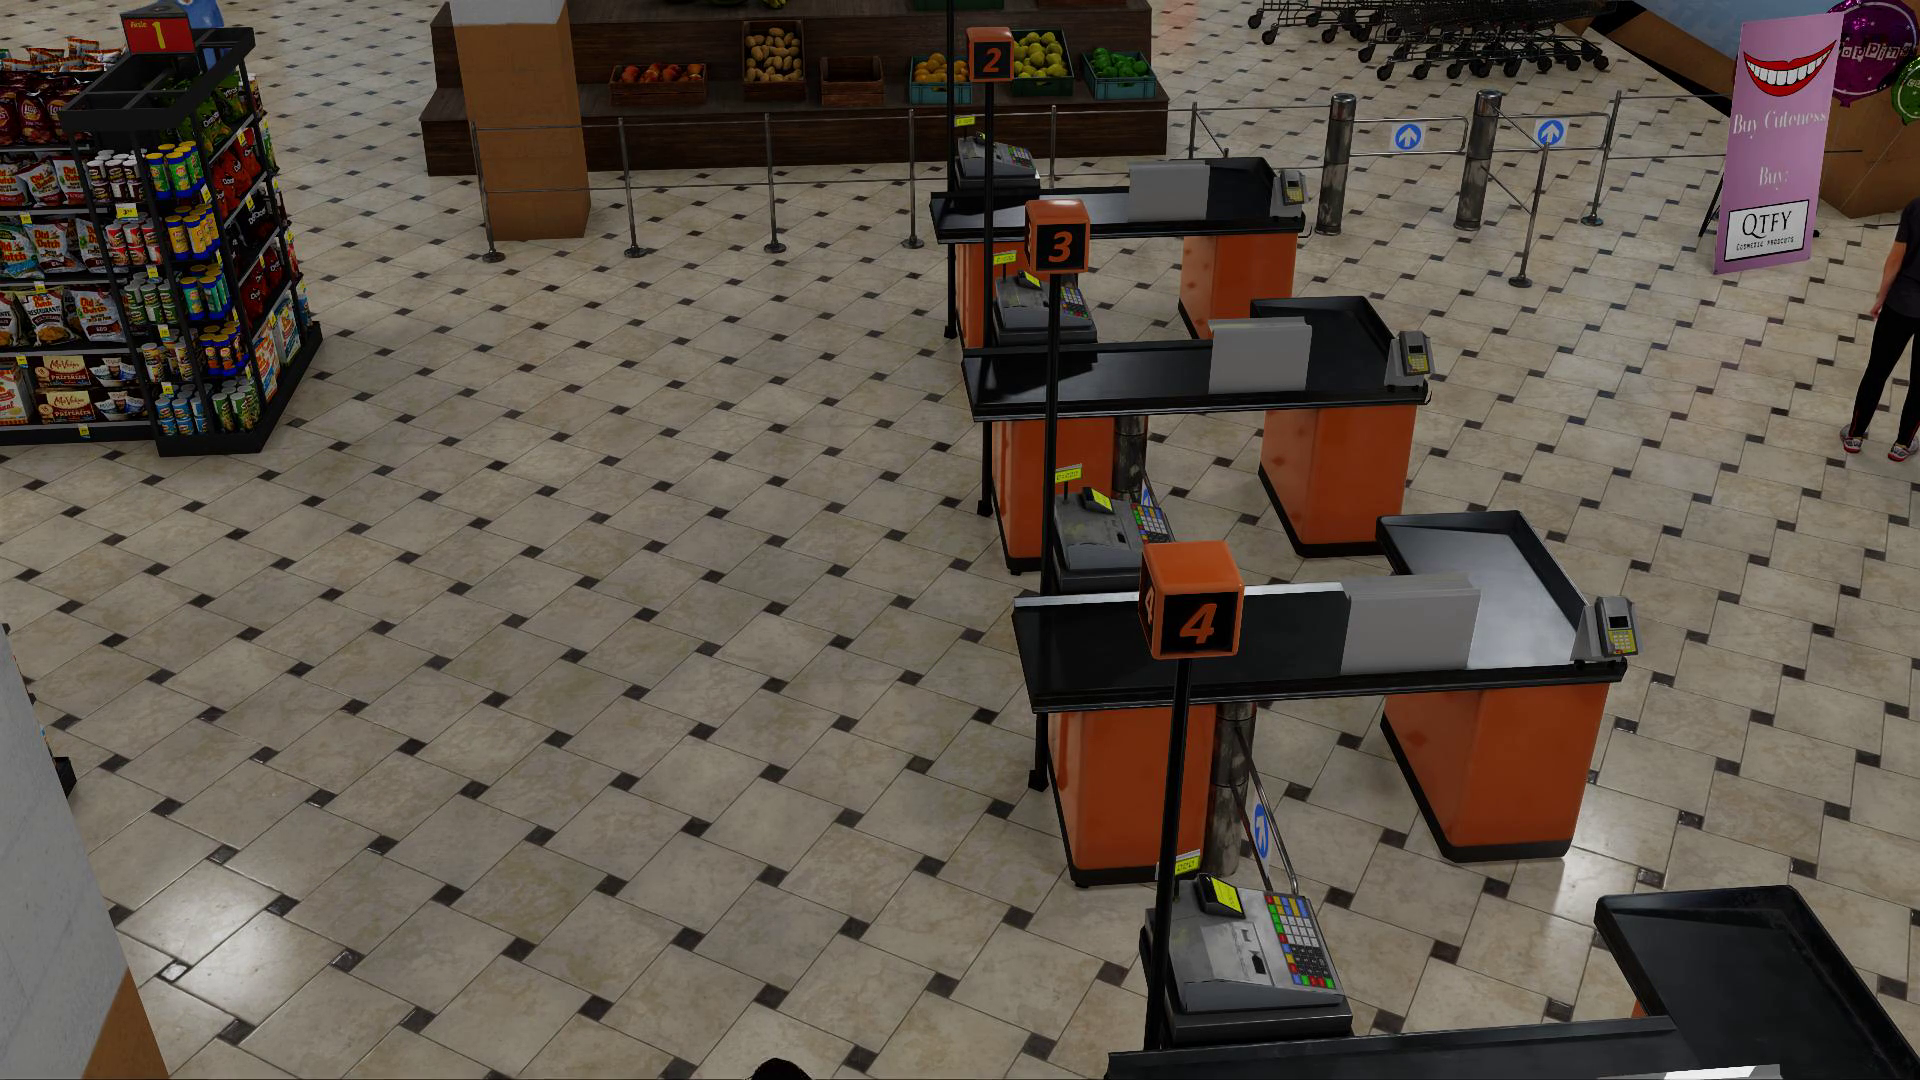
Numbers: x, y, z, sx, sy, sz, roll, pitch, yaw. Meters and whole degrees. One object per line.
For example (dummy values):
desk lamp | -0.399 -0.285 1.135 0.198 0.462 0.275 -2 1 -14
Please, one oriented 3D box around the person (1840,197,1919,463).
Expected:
person | 5.214 -1.264 9.022 0.681 1.764 0.780 17 36 25

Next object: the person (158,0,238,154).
person | -5.744 -3.520 12.590 0.864 1.826 0.920 -24 39 -33
